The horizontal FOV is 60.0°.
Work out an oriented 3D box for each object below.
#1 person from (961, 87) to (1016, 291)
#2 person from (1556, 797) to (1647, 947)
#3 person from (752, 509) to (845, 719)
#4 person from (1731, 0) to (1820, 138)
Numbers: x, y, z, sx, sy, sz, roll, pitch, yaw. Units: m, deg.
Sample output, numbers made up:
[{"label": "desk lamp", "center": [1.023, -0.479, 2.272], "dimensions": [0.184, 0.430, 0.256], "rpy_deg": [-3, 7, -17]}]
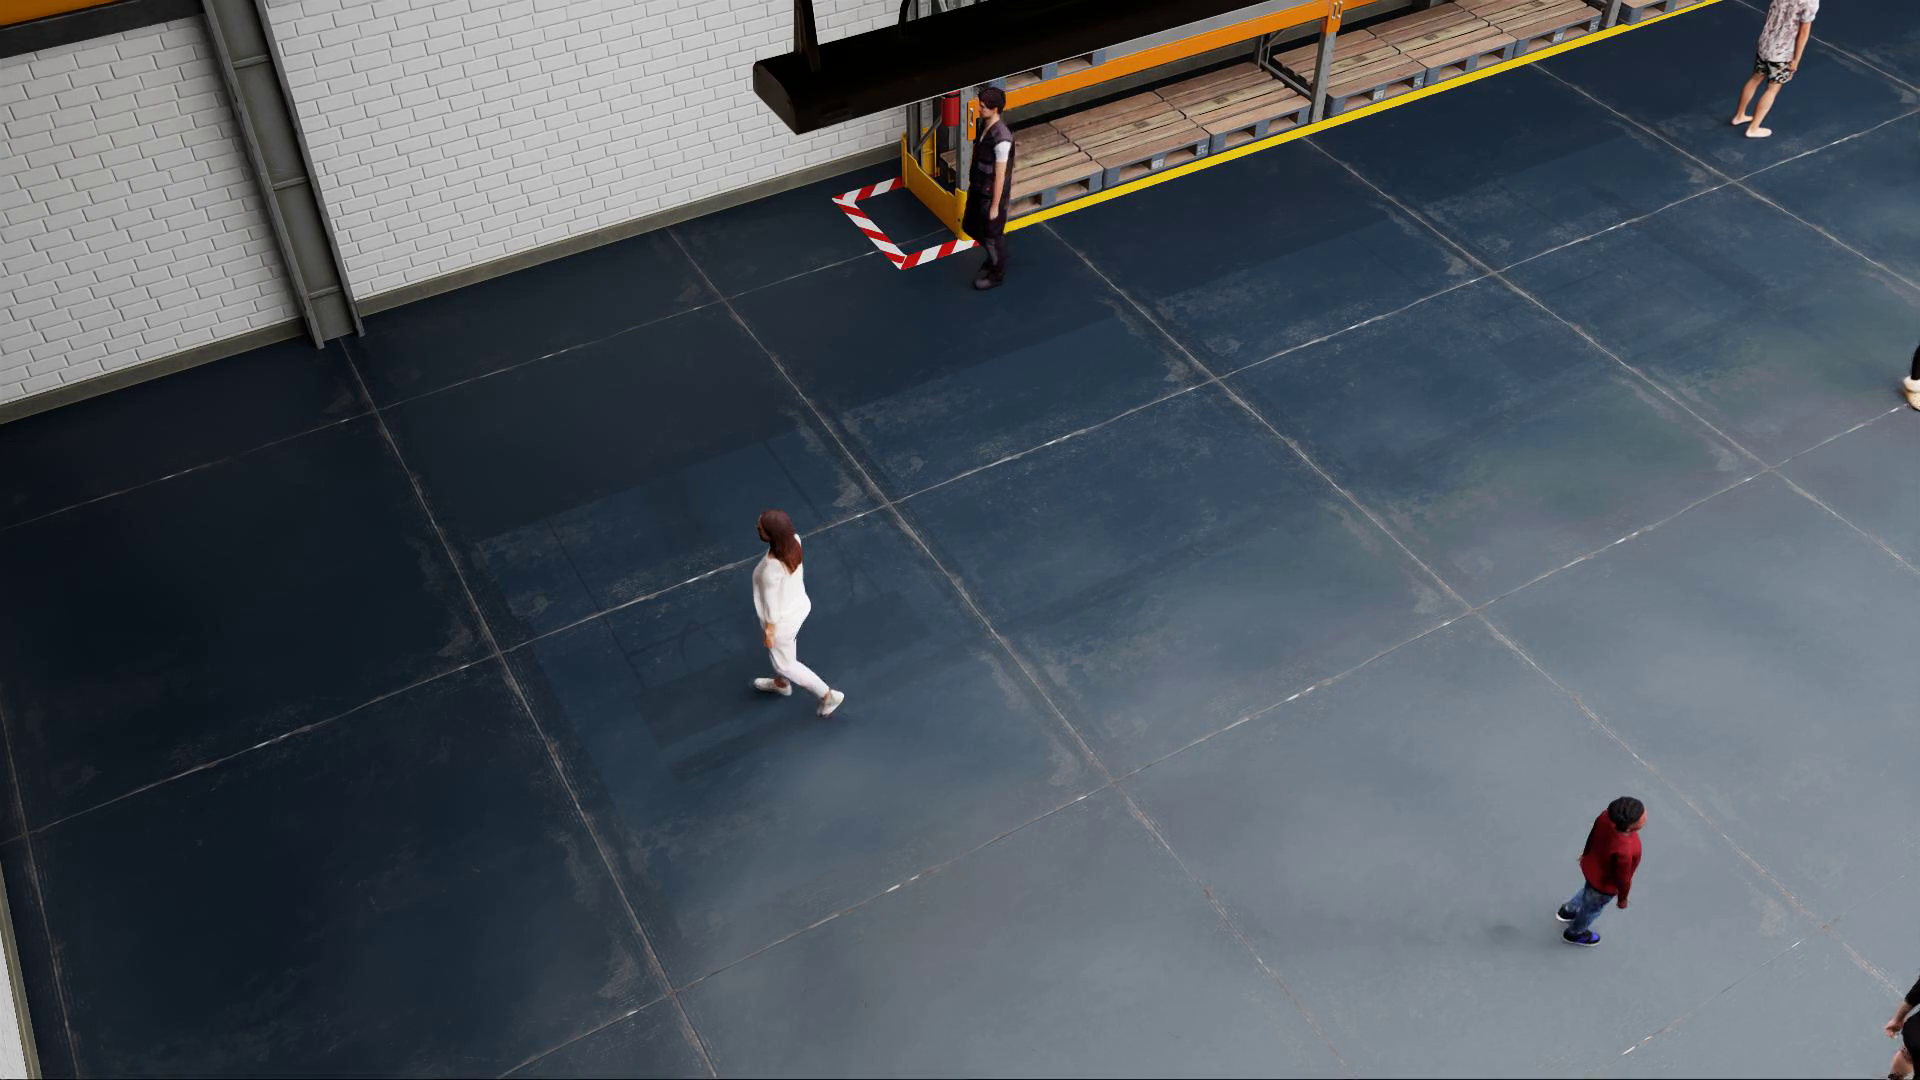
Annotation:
[{"label": "person", "center": [0.342, -2.919, 13.806], "dimensions": [0.690, 1.839, 0.682], "rpy_deg": [-16, 46, -16]}, {"label": "person", "center": [3.522, 1.850, 9.228], "dimensions": [0.610, 1.248, 0.579], "rpy_deg": [0, 44, 0]}, {"label": "person", "center": [-1.049, 0.467, 10.367], "dimensions": [0.998, 1.679, 0.937], "rpy_deg": [11, 45, 11]}, {"label": "person", "center": [7.710, -4.671, 15.666], "dimensions": [0.630, 1.810, 0.705], "rpy_deg": [-15, 46, -15]}]
